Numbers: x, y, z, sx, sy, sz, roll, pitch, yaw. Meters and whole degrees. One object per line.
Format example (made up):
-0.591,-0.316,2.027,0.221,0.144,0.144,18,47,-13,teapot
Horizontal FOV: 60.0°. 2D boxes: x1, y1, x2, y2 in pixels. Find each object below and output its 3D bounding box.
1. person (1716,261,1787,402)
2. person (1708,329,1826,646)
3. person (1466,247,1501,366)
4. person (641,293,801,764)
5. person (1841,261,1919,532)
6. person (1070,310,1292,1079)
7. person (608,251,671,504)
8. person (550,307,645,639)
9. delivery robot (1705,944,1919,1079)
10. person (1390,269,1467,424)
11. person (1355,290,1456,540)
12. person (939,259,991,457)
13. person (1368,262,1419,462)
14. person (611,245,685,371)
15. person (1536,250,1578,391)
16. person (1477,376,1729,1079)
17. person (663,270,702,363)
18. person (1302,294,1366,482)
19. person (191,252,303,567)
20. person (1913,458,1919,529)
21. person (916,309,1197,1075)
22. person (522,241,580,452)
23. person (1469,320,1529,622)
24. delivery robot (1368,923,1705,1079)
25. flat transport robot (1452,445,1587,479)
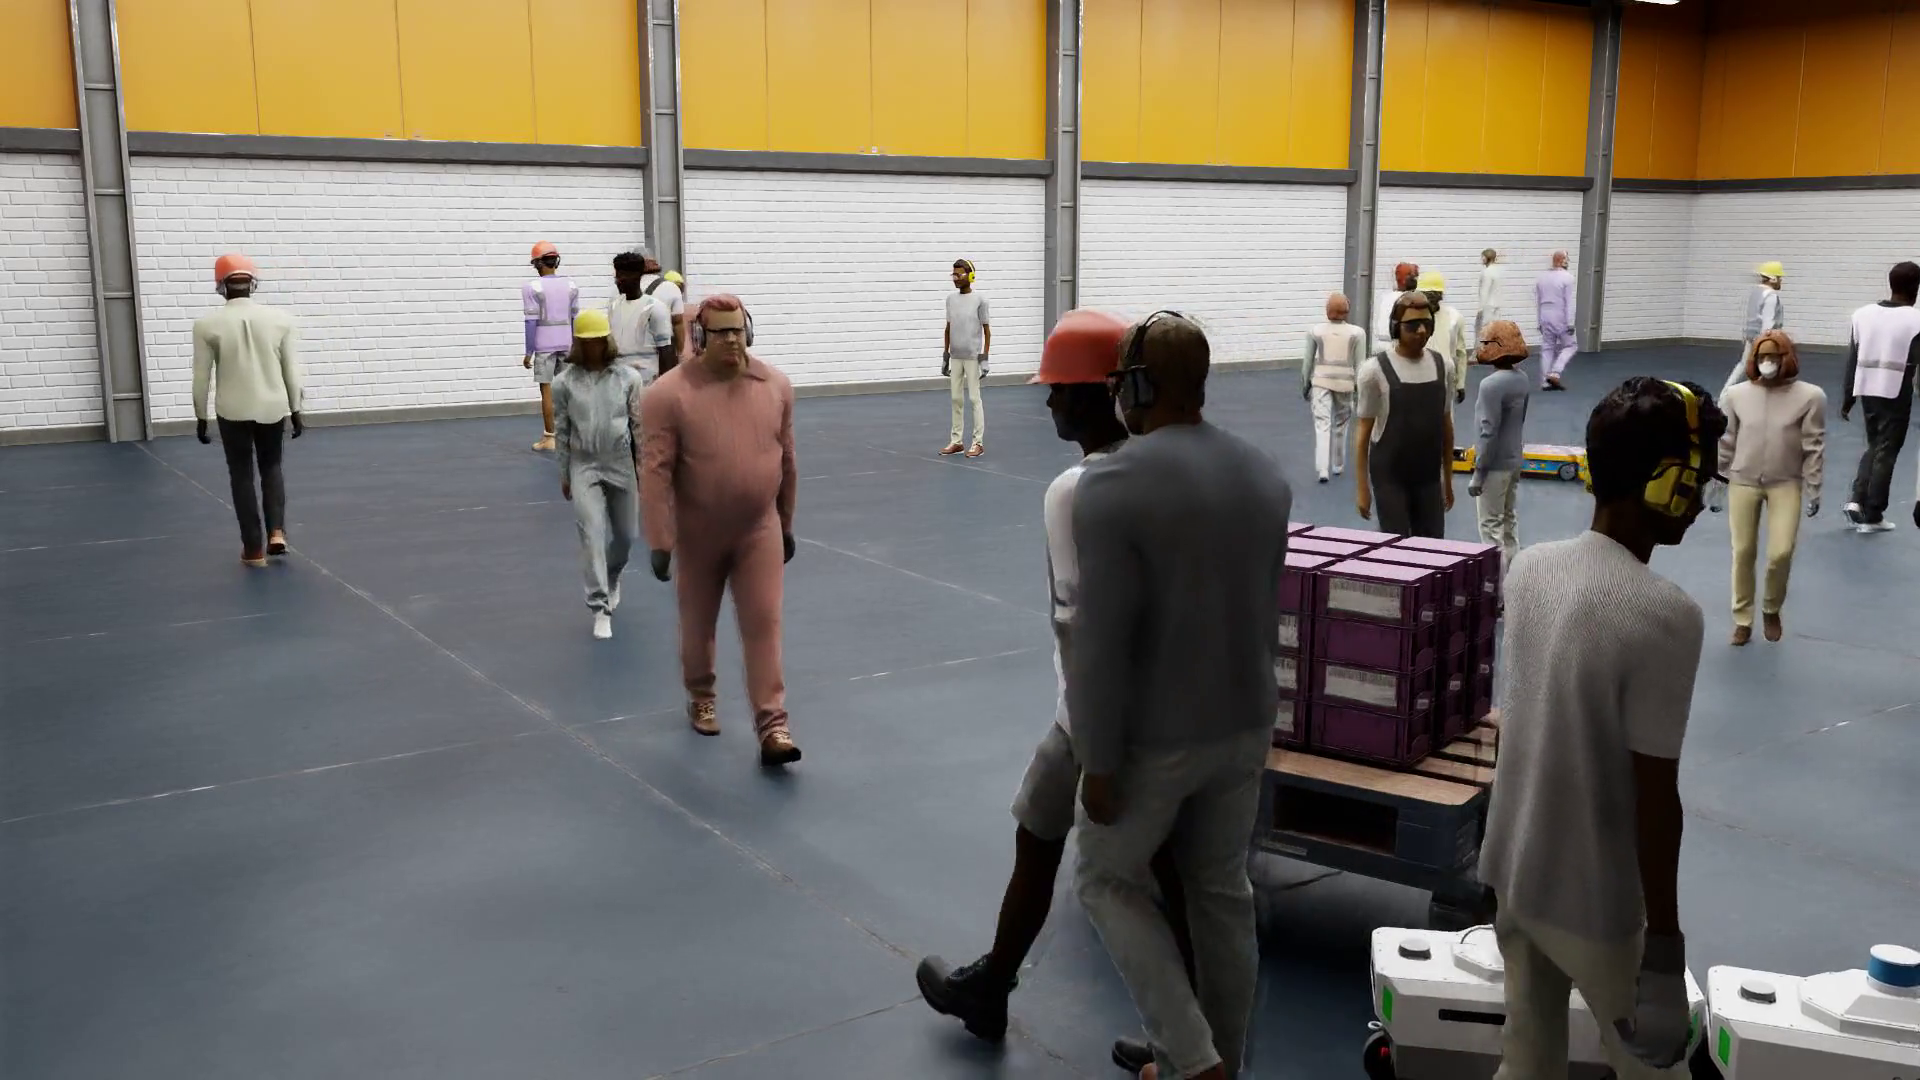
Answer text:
9.675,-2.468,20.121,0.927,1.791,0.588,0,10,-1,person
4.055,-0.250,8.401,0.521,1.617,0.355,7,12,32,person
8.495,-3.717,26.619,0.862,1.918,0.645,5,12,26,person
-0.936,-0.050,6.659,0.672,1.849,1.010,-4,11,-23,person
6.522,-0.992,11.678,0.459,1.902,0.629,-5,11,-25,person
0.508,0.442,3.805,0.641,1.917,0.463,-7,12,-34,person
-2.528,-1.261,12.989,0.616,1.963,0.361,7,12,33,person
-1.922,-0.388,8.893,0.493,1.722,0.757,-4,11,-20,person
1.994,1.115,3.577,0.707,0.478,0.477,4,11,21,delivery robot
3.765,-1.265,13.397,0.635,1.825,0.425,0,10,3,person
2.145,-0.302,8.111,0.527,1.826,0.585,-3,11,-15,person
0.044,-1.718,15.763,0.535,1.869,0.312,7,13,34,person
4.098,-1.603,15.223,0.946,1.839,0.581,-4,11,-21,person
-3.012,-1.887,16.215,0.722,2.000,0.537,1,10,5,person
8.064,-2.949,22.425,0.432,1.894,0.669,-5,12,-26,person
1.084,0.637,2.914,0.434,1.846,0.619,-2,11,-12,person
-2.896,-1.872,16.959,0.538,1.745,0.752,-4,11,-22,person
3.196,-1.307,14.258,0.528,1.595,0.847,3,11,13,person
-4.502,-0.818,10.508,0.640,1.976,0.441,-7,13,-35,person
4.703,-0.240,7.564,0.593,1.901,0.855,8,13,39,person
0.302,0.384,4.149,0.927,1.893,0.560,9,14,42,person
-3.974,-1.869,16.139,0.383,2.036,0.605,10,14,43,person
2.910,-0.374,9.041,0.278,1.633,0.507,8,13,38,person
1.309,1.067,3.842,0.707,0.478,0.477,2,11,11,delivery robot
5.071,-0.703,14.581,1.431,0.197,0.652,6,12,31,flat transport robot
